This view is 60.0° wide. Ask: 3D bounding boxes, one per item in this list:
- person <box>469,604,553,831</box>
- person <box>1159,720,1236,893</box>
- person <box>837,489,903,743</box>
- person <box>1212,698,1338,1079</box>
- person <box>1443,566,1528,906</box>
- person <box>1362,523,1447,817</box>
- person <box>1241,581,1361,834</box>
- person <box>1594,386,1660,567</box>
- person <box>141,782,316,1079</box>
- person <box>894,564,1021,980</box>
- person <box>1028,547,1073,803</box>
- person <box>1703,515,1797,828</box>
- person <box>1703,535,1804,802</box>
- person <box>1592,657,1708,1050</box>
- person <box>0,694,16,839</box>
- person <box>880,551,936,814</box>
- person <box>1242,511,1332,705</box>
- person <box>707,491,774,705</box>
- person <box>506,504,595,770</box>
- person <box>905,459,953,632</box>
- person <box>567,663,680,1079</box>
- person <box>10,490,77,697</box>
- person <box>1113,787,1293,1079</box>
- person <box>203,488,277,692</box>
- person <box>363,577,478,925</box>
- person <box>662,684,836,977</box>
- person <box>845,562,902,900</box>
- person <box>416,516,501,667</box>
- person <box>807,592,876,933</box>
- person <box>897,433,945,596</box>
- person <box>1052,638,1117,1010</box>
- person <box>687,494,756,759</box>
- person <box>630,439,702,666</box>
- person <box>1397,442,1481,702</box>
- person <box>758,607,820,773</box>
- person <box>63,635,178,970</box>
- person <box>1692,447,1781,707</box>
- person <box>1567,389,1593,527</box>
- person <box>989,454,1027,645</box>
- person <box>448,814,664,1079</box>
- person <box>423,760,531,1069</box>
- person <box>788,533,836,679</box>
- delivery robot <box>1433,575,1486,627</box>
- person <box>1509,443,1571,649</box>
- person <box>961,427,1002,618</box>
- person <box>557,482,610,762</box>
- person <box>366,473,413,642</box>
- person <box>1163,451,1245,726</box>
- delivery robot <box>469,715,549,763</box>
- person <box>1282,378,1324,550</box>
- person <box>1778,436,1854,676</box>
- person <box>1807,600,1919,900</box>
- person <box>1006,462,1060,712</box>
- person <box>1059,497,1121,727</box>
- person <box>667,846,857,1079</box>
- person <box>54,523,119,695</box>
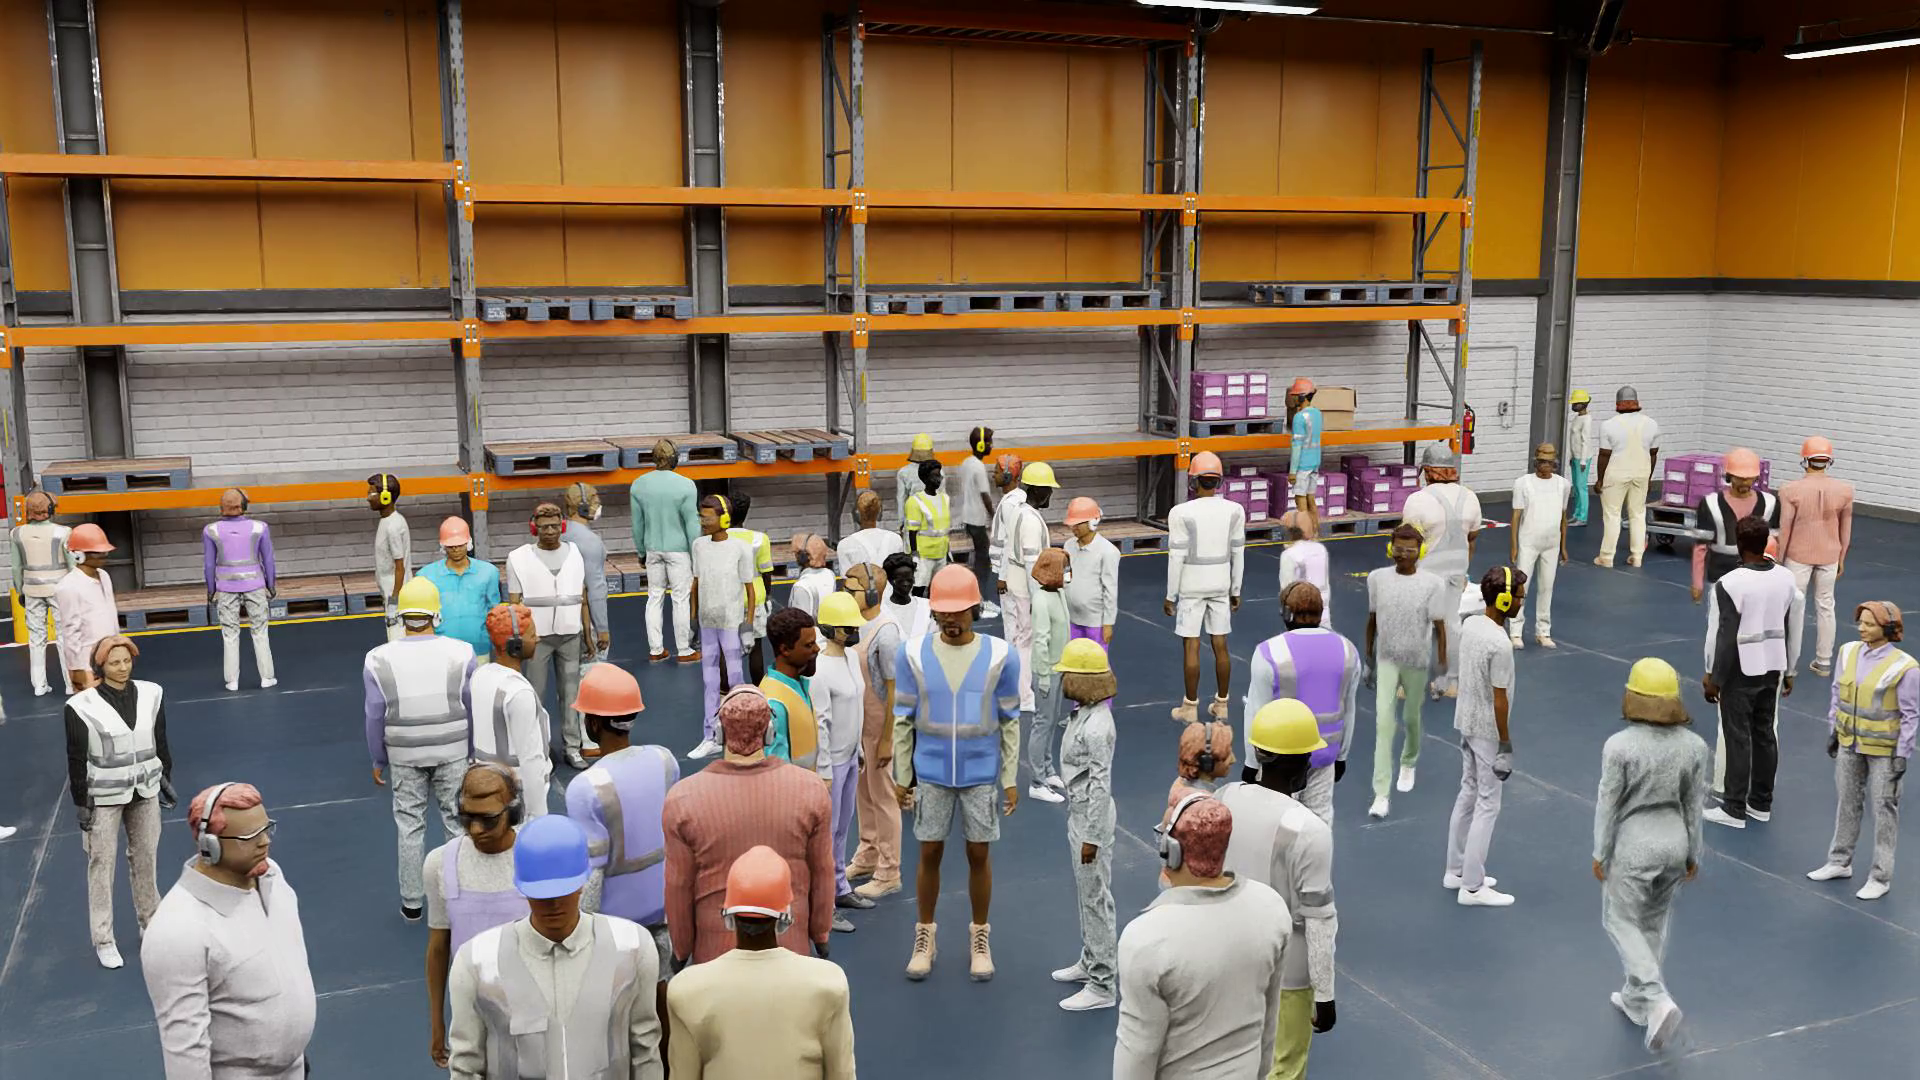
[{"bbox_3d":[-2.080,1.225,7.811,0.352,1.883,0.579,-8,13,-38],"label":"person"},{"bbox_3d":[0.963,1.531,6.748,0.314,1.639,0.517,-1,10,-5],"label":"person"},{"bbox_3d":[-0.644,0.558,11.764,0.508,1.846,0.345,-6,12,-31],"label":"person"},{"bbox_3d":[1.138,1.512,6.026,0.364,1.927,0.587,-7,12,-34],"label":"person"},{"bbox_3d":[2.831,1.048,8.926,0.337,1.856,0.524,-1,10,-7],"label":"person"},{"bbox_3d":[2.814,0.794,10.519,0.547,1.811,0.998,4,11,23],"label":"person"},{"bbox_3d":[1.744,1.117,8.601,0.636,1.831,0.429,-4,11,-21],"label":"person"},{"bbox_3d":[7.379,-0.716,18.540,0.674,2.000,0.535,-1,10,-3],"label":"person"},{"bbox_3d":[-2.203,1.672,5.169,0.407,1.906,0.655,1,10,4],"label":"person"},{"bbox_3d":[-0.015,1.117,7.972,0.610,2.042,0.396,1,10,4],"label":"person"},{"bbox_3d":[0.587,0.850,10.687,0.273,1.632,0.507,3,10,16],"label":"person"},{"bbox_3d":[4.809,0.804,10.142,0.590,1.916,0.399,-5,11,-24],"label":"person"},{"bbox_3d":[5.022,0.810,10.575,0.571,1.751,0.329,2,10,11],"label":"person"},{"bbox_3d":[3.074,1.385,7.353,0.492,1.719,0.636,-1,10,-6],"label":"person"},{"bbox_3d":[-5.926,0.998,9.871,0.503,1.628,0.276,2,10,11],"label":"person"},{"bbox_3d":[-0.369,0.905,10.188,0.532,1.697,0.320,-5,11,-26],"label":"person"},{"bbox_3d":[2.545,0.576,12.363,0.596,1.591,0.842,-8,12,-37],"label":"person"},{"bbox_3d":[-1.683,0.472,12.686,0.535,1.697,0.318,0,10,-2],"label":"person"},{"bbox_3d":[-2.751,0.657,11.191,0.570,1.843,0.372,-6,11,-30],"label":"person"},{"bbox_3d":[-0.265,0.128,14.663,0.320,1.697,0.531,8,13,40],"label":"person"},{"bbox_3d":[-1.324,1.430,6.467,0.372,1.939,0.544,6,12,31],"label":"person"},{"bbox_3d":[-7.169,0.429,13.095,0.523,1.639,0.306,-1,10,-3],"label":"person"},{"bbox_3d":[0.695,1.685,5.089,0.642,1.909,0.410,-7,12,-35],"label":"person"},{"bbox_3d":[-5.737,0.400,13.275,0.523,1.636,0.310,-4,11,-20],"label":"person"},{"bbox_3d":[-2.779,1.097,8.689,0.586,1.833,0.403,-3,10,-16],"label":"person"},{"bbox_3d":[-0.791,1.480,6.275,0.642,1.909,0.408,-2,10,-14],"label":"person"},{"bbox_3d":[-0.498,1.026,9.067,0.339,1.845,0.514,-5,11,-28],"label":"person"},{"bbox_3d":[-3.353,0.705,11.175,0.572,1.750,0.329,-4,11,-23],"label":"person"},{"bbox_3d":[-0.623,1.135,8.665,0.316,1.769,0.525,3,10,17],"label":"person"},{"bbox_3d":[-0.366,-0.176,16.281,0.494,1.743,0.307,2,10,14],"label":"person"},{"bbox_3d":[0.576,1.308,7.731,0.310,1.743,0.493,0,10,-1],"label":"person"},{"bbox_3d":[-1.649,0.606,11.423,0.531,1.867,0.317,4,11,24],"label":"person"},{"bbox_3d":[-2.471,0.107,14.091,0.627,1.940,0.373,3,10,18],"label":"person"},{"bbox_3d":[3.681,0.238,13.039,0.689,2.000,0.538,-4,11,-24],"label":"person"},{"bbox_3d":[-0.802,1.245,7.592,0.399,1.920,0.590,0,10,1],"label":"person"},{"bbox_3d":[-4.144,1.271,8.241,0.310,1.642,0.514,6,12,33],"label":"person"},{"bbox_3d":[5.941,0.295,12.743,0.629,2.025,0.424,2,10,11],"label":"person"},{"bbox_3d":[7.902,-1.046,21.263,0.340,1.761,0.525,1,10,6],"label":"person"},{"bbox_3d":[0.394,0.238,13.504,0.355,1.882,0.575,1,10,7],"label":"person"},{"bbox_3d":[-1.146,1.719,4.777,0.605,1.949,0.384,-4,11,-21],"label":"person"},{"bbox_3d":[-1.548,1.623,5.660,0.511,1.838,0.351,0,10,1],"label":"person"},{"bbox_3d":[-0.986,0.762,11.174,0.311,1.642,0.514,4,10,20],"label":"person"},{"bbox_3d":[4.586,0.558,15.208,0.707,0.478,0.477,-7,12,-36],"label":"delivery robot"},{"bbox_3d":[5.105,0.056,14.662,0.508,1.841,0.336,0,10,-1],"label":"person"},{"bbox_3d":[0.261,-0.161,15.880,0.503,1.852,0.529,-2,10,-11],"label":"person"},{"bbox_3d":[-2.599,0.559,11.490,0.372,1.940,0.630,-8,13,-39],"label":"person"},{"bbox_3d":[-4.254,0.430,12.427,0.327,1.872,0.516,-4,11,-23],"label":"person"},{"bbox_3d":[1.797,0.358,12.346,0.616,2.041,0.381,-3,10,-17],"label":"person"},{"bbox_3d":[-3.110,1.280,11.047,0.707,0.478,0.477,-6,11,-30],"label":"delivery robot"},{"bbox_3d":[4.014,-0.878,19.500,0.405,2.034,0.608,7,12,36],"label":"person"},{"bbox_3d":[7.017,0.139,13.743,0.611,1.996,0.387,1,10,4],"label":"person"},{"bbox_3d":[4.953,1.130,9.054,0.315,1.641,0.514,-4,10,-20],"label":"person"},{"bbox_3d":[0.555,0.359,12.703,0.397,1.920,0.586,-1,10,-4],"label":"person"},{"bbox_3d":[0.912,0.547,12.137,0.355,1.738,0.573,-7,12,-37],"label":"person"},{"bbox_3d":[-0.590,1.774,5.014,0.562,1.753,0.333,-1,10,-4],"label":"person"},{"bbox_3d":[-5.648,0.756,10.882,0.342,1.751,0.564,-1,10,-3],"label":"person"}]
